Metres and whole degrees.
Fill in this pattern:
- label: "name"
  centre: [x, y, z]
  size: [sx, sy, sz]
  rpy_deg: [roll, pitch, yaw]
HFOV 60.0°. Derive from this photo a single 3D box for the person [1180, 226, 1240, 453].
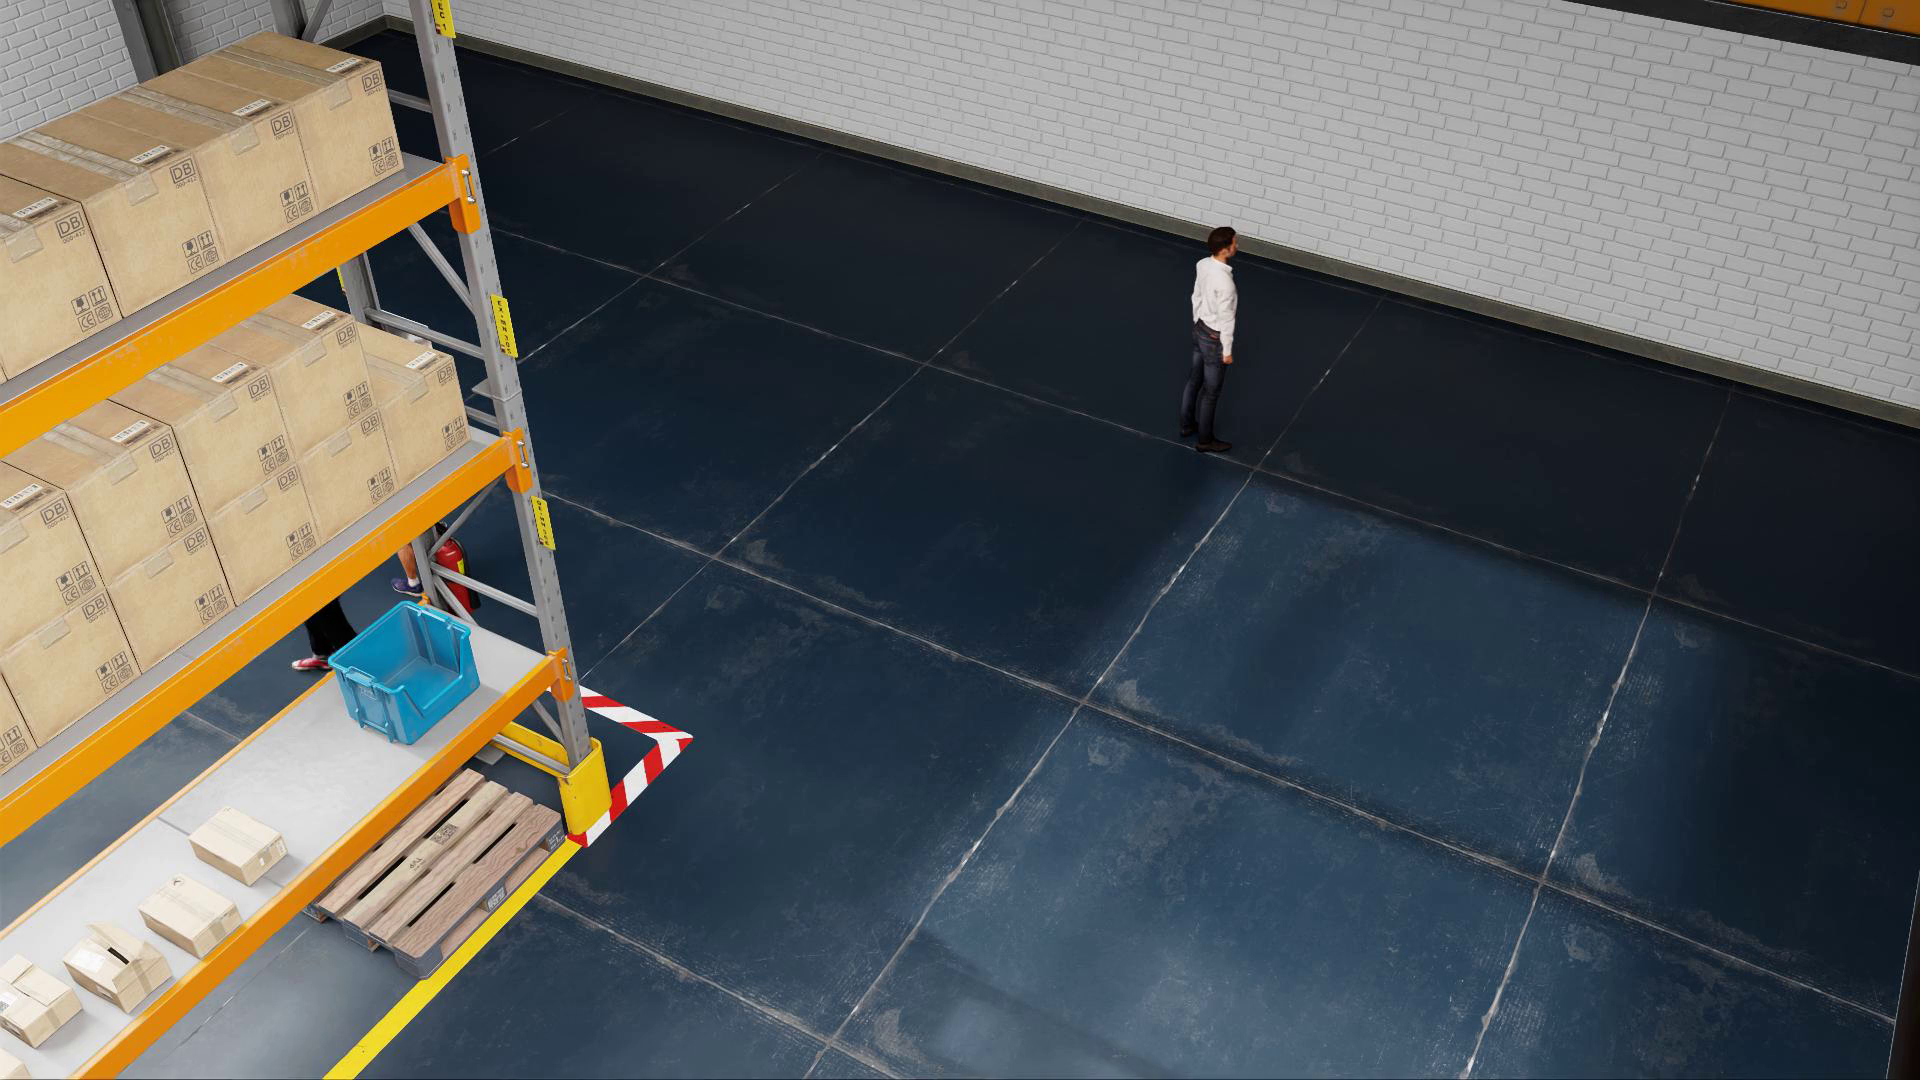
- label: "person"
  centre: [1.905, -1.531, 12.648]
  size: [0.776, 1.871, 0.736]
  rpy_deg: [-13, 40, -15]
